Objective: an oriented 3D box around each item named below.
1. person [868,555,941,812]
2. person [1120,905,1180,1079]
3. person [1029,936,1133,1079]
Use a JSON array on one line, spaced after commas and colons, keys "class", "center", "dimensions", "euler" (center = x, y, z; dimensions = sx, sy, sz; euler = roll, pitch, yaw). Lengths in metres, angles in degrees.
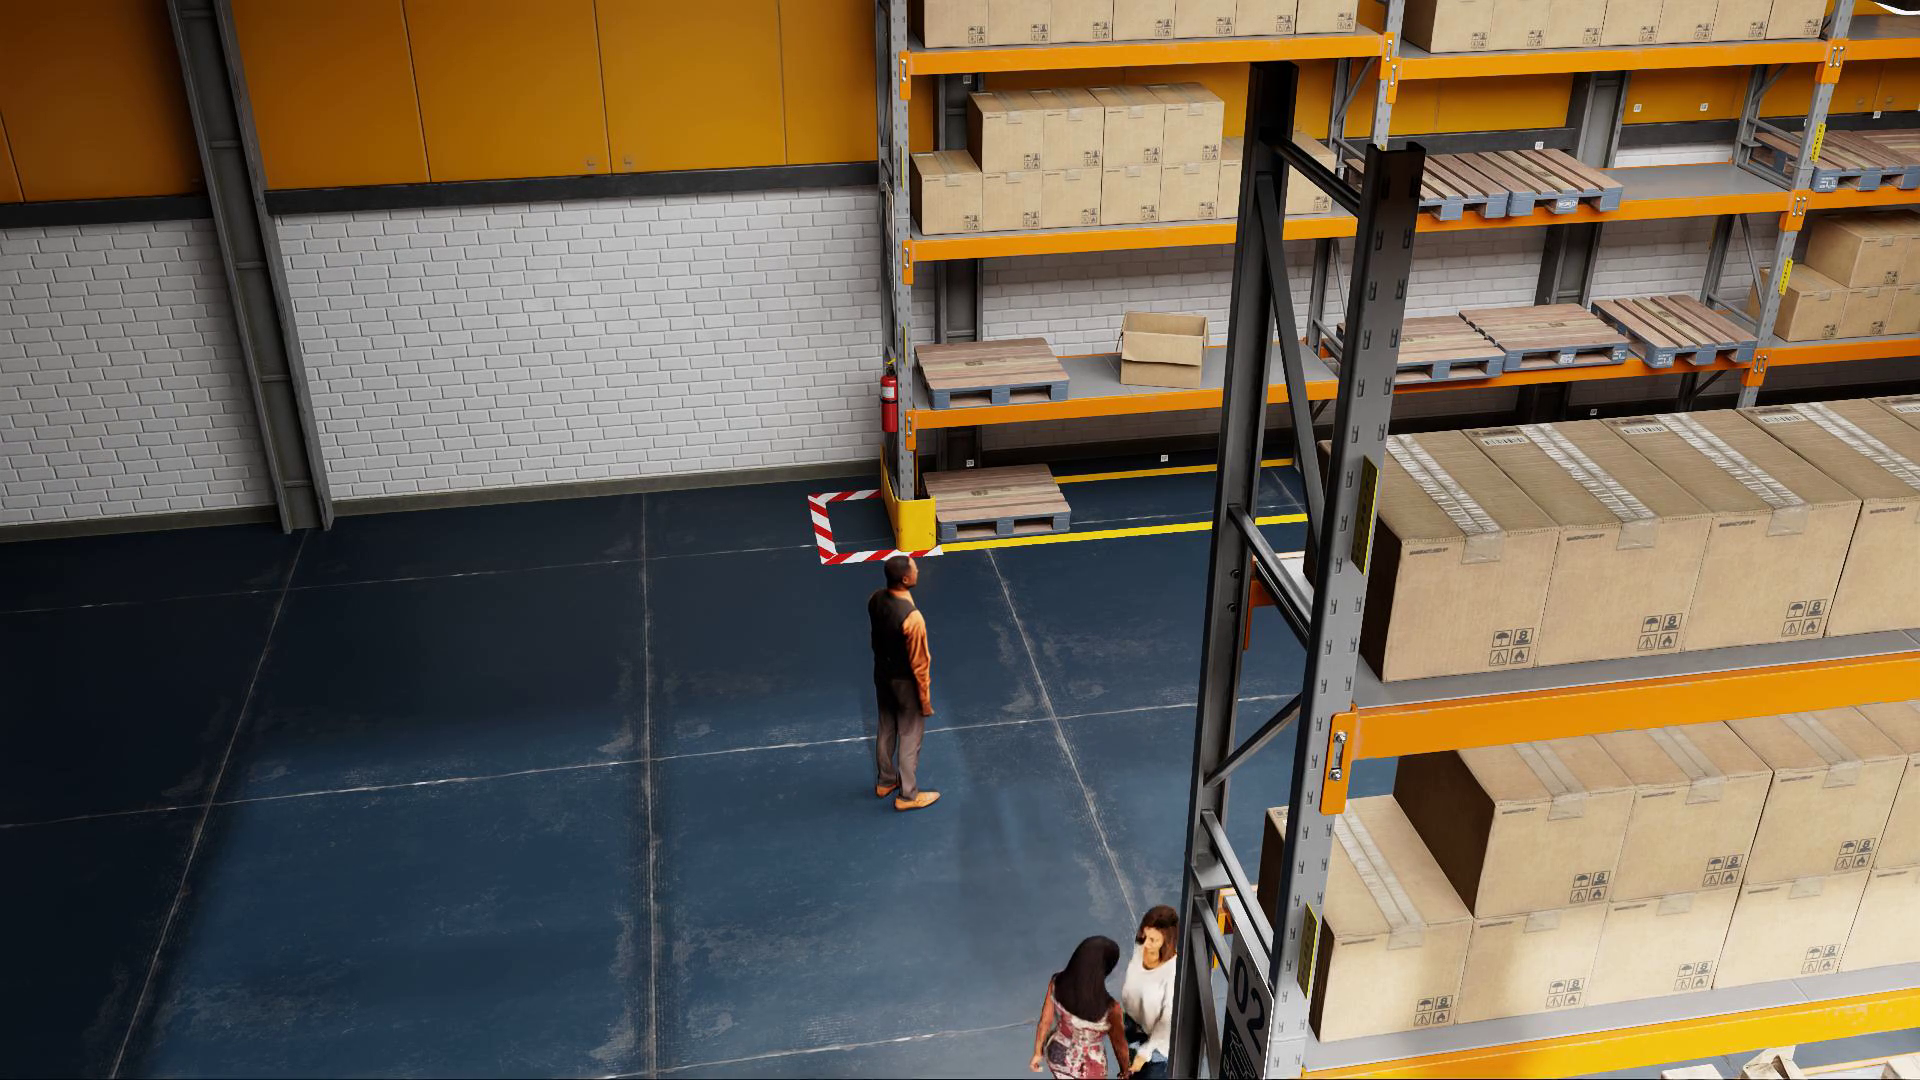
[{"class": "person", "center": [-0.404, 0.946, 11.138], "dimensions": [0.786, 1.908, 0.792], "euler": [-21, 35, -33]}, {"class": "person", "center": [1.058, 2.511, 8.528], "dimensions": [0.872, 1.661, 0.755], "euler": [-11, 30, -19]}, {"class": "person", "center": [0.528, 2.690, 8.267], "dimensions": [1.082, 1.597, 1.175], "euler": [19, 34, 31]}]
